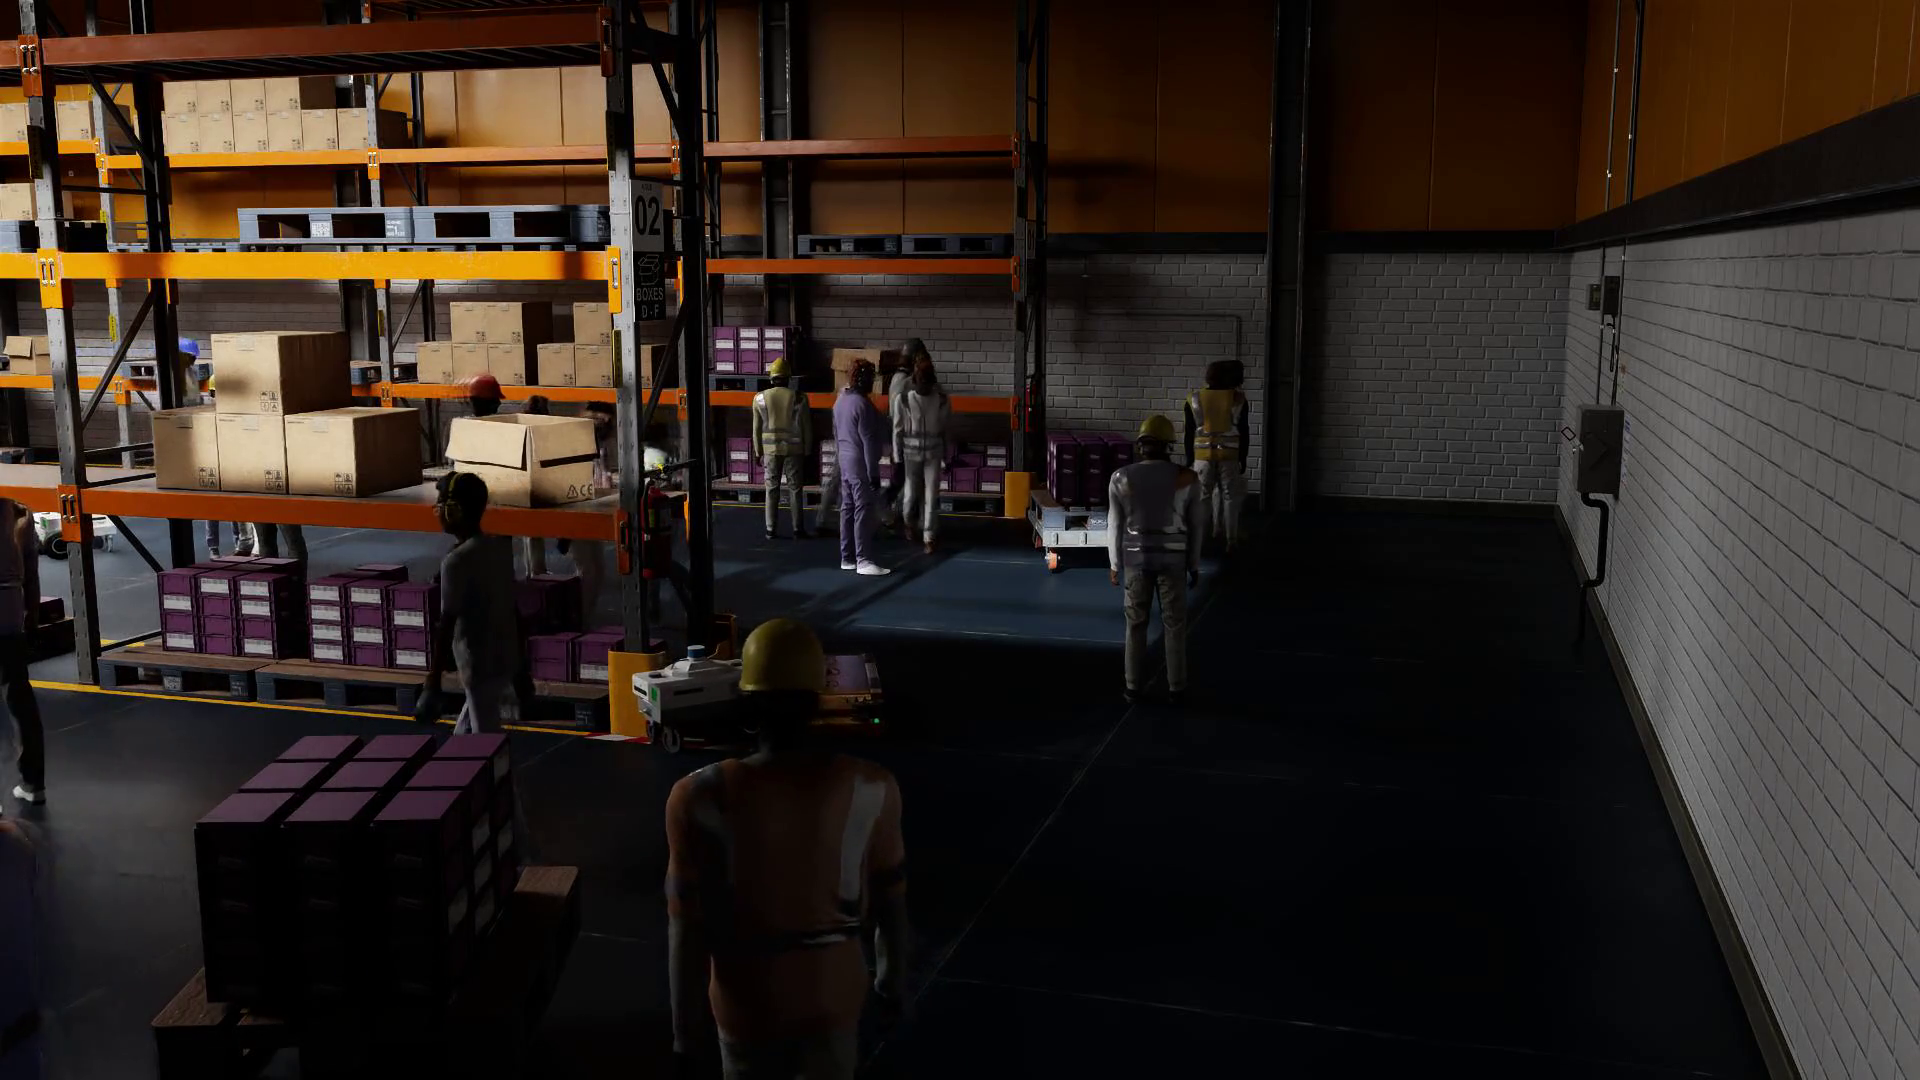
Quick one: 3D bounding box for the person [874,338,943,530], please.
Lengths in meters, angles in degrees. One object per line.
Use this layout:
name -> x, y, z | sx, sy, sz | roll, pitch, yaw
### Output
person -> -0.535, -1.098, 17.259 | 0.680, 2.000, 0.697 | 2, 9, 10

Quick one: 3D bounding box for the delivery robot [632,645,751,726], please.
delivery robot -> -1.520, 0.852, 9.606 | 0.707, 0.478, 0.477 | -6, 11, -32

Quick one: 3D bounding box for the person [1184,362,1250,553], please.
person -> 2.461, -0.789, 15.981 | 0.626, 1.844, 0.429 | 1, 9, 7

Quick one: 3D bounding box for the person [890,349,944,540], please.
person -> -0.415, -0.968, 16.821 | 0.638, 1.921, 0.547 | -9, 13, -43

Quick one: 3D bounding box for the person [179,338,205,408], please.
person -> -8.975, -1.381, 19.315 | 0.456, 1.923, 0.637 | 0, 9, -1

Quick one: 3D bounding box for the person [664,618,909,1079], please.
person -> -0.433, 1.121, 4.232 | 0.615, 1.868, 1.004 | -2, 10, -11

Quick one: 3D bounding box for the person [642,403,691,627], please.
person -> -2.248, -0.176, 12.581 | 0.562, 1.725, 0.497 | 3, 10, 17

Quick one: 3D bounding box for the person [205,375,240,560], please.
person -> -6.892, -0.693, 15.624 | 0.326, 1.767, 0.533 | 9, 13, 44

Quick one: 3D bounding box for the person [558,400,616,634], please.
person -> -2.672, -0.094, 11.954 | 0.549, 1.822, 0.634 | 0, 9, 1

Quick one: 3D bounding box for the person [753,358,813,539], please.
person -> -1.781, -0.916, 16.767 | 0.599, 1.836, 0.404 | 0, 9, -1

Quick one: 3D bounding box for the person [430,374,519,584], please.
person -> -3.911, -0.391, 13.416 | 0.944, 1.900, 0.544 | -3, 10, -15

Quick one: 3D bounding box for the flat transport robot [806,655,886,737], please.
flat transport robot -> -0.828, 0.930, 10.278 | 0.652, 0.197, 1.431 | -1, 9, -6

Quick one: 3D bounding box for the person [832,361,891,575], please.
person -> -0.874, -0.638, 14.865 | 0.409, 1.907, 0.649 | -5, 11, -30

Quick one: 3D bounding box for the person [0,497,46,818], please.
person -> -4.893, 0.428, 8.303 | 0.387, 1.926, 0.591 | 5, 11, 30

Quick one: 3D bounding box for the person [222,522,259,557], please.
person -> -6.602, -0.725, 15.290 | 0.631, 1.938, 0.362 | 8, 13, 42

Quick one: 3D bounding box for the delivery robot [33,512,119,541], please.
delivery robot -> -8.428, -0.175, 15.864 | 0.477, 0.478, 0.707 | 9, 13, 43

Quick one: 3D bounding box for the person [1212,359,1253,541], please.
person -> 2.722, -0.893, 16.672 | 0.541, 1.832, 0.654 | 0, 9, -3

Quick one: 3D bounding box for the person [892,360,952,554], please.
person -> -0.378, -0.825, 16.174 | 0.581, 1.862, 0.794 | -1, 9, -8

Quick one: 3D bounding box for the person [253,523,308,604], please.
person -> -5.513, -0.410, 13.377 | 0.630, 1.940, 0.372 | 2, 9, 10

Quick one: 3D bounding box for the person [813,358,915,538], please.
person -> -1.027, -0.926, 16.872 | 1.067, 1.819, 0.640 | -4, 10, -24

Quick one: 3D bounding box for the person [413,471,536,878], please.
person -> -2.190, 0.621, 7.383 | 0.649, 1.846, 0.522 | 1, 9, 6

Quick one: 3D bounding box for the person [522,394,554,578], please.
person -> -3.689, -0.448, 14.513 | 0.311, 1.641, 0.512 | -4, 10, -21

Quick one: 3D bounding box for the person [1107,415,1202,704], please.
person -> 1.221, 0.128, 10.444 | 0.591, 1.823, 0.404 | 2, 9, 10

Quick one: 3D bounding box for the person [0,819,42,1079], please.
person -> -2.047, 1.223, 3.495 | 0.804, 1.918, 0.553 | 0, 9, 1
